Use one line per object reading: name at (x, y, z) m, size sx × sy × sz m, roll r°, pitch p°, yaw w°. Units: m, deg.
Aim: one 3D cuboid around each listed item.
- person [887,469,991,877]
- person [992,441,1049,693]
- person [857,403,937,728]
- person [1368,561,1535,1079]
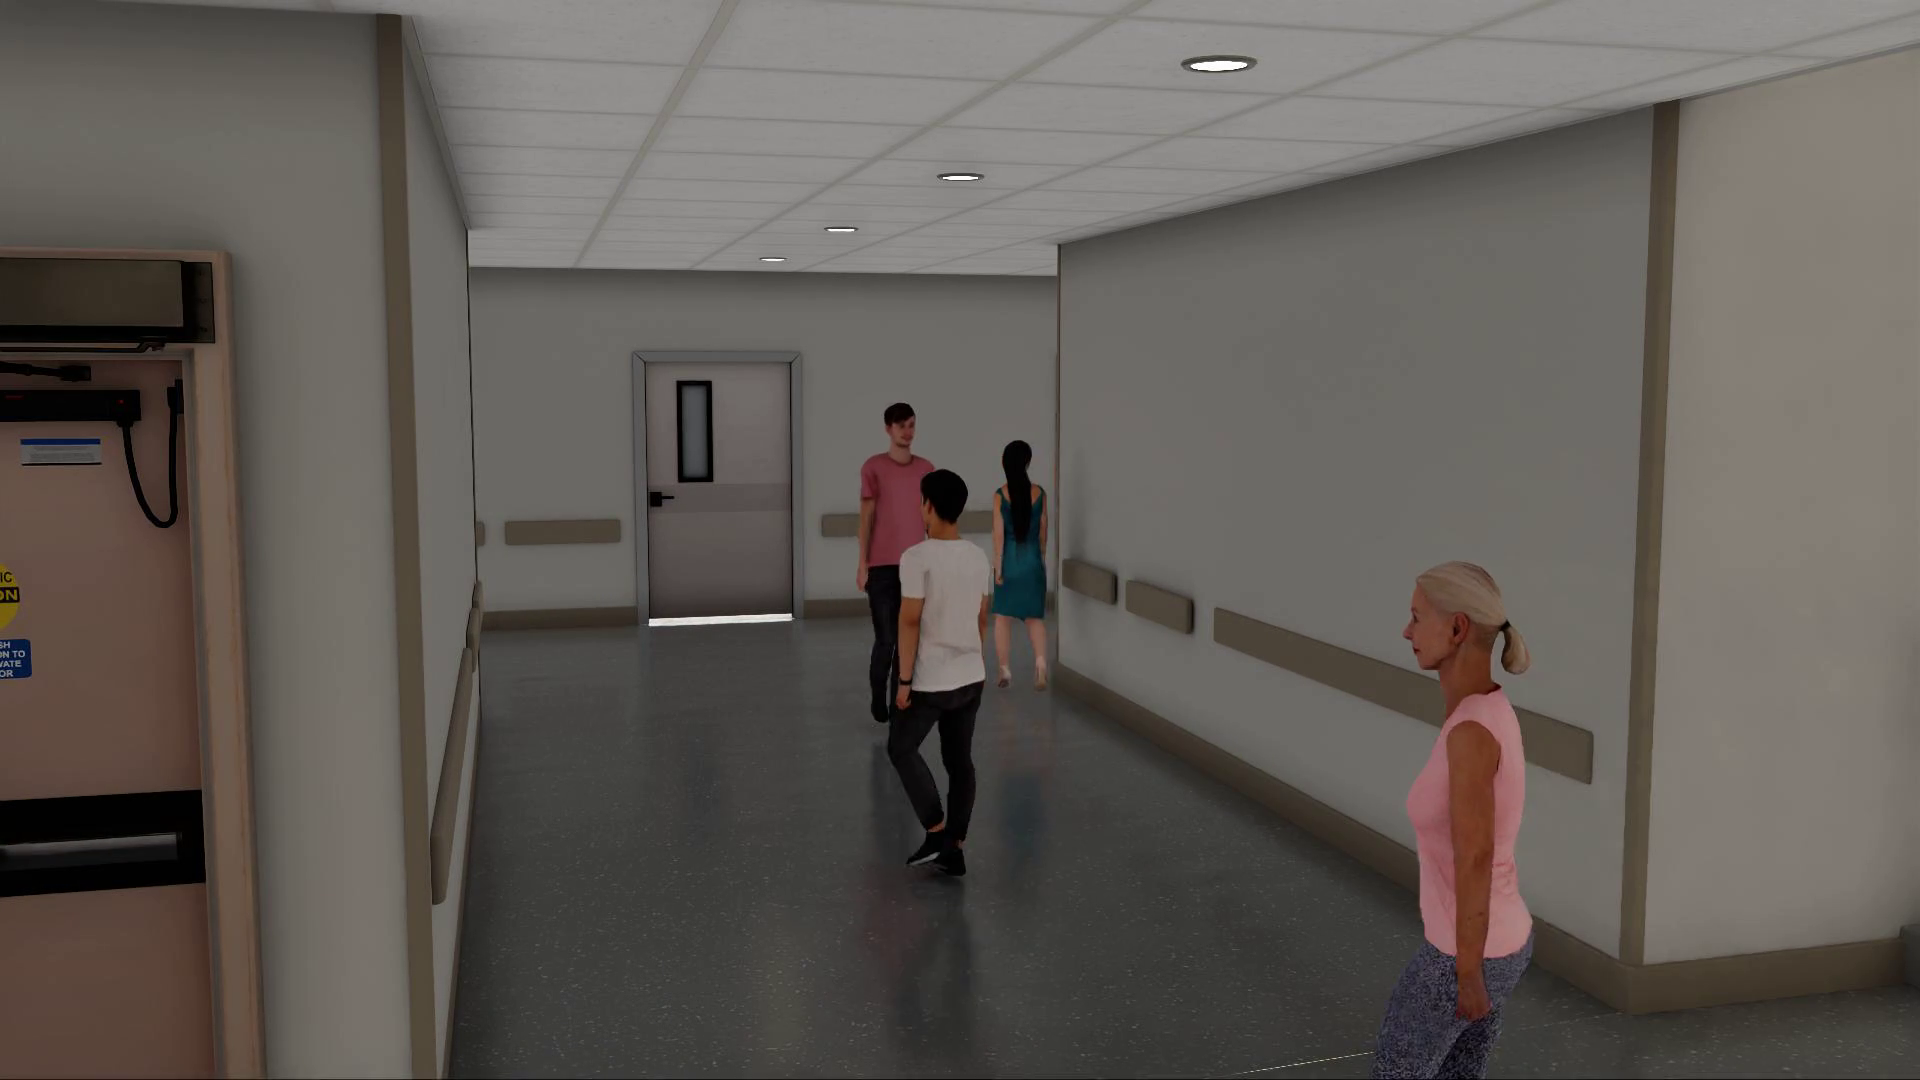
person at (-0.031, 0.563, 6.936) m, size 0.669 × 1.716 × 0.804 m, roll -5°, pitch 7°, yaw -38°
person at (0.421, 0.214, 10.820) m, size 0.922 × 1.664 × 0.669 m, roll -1°, pitch 6°, yaw -10°
person at (-0.406, 0.161, 9.918) m, size 0.658 × 1.950 × 0.762 m, roll -2°, pitch 6°, yaw -23°
person at (1.200, 0.911, 3.656) m, size 0.781 × 1.712 × 0.720 m, roll 3°, pitch 6°, yaw 28°
